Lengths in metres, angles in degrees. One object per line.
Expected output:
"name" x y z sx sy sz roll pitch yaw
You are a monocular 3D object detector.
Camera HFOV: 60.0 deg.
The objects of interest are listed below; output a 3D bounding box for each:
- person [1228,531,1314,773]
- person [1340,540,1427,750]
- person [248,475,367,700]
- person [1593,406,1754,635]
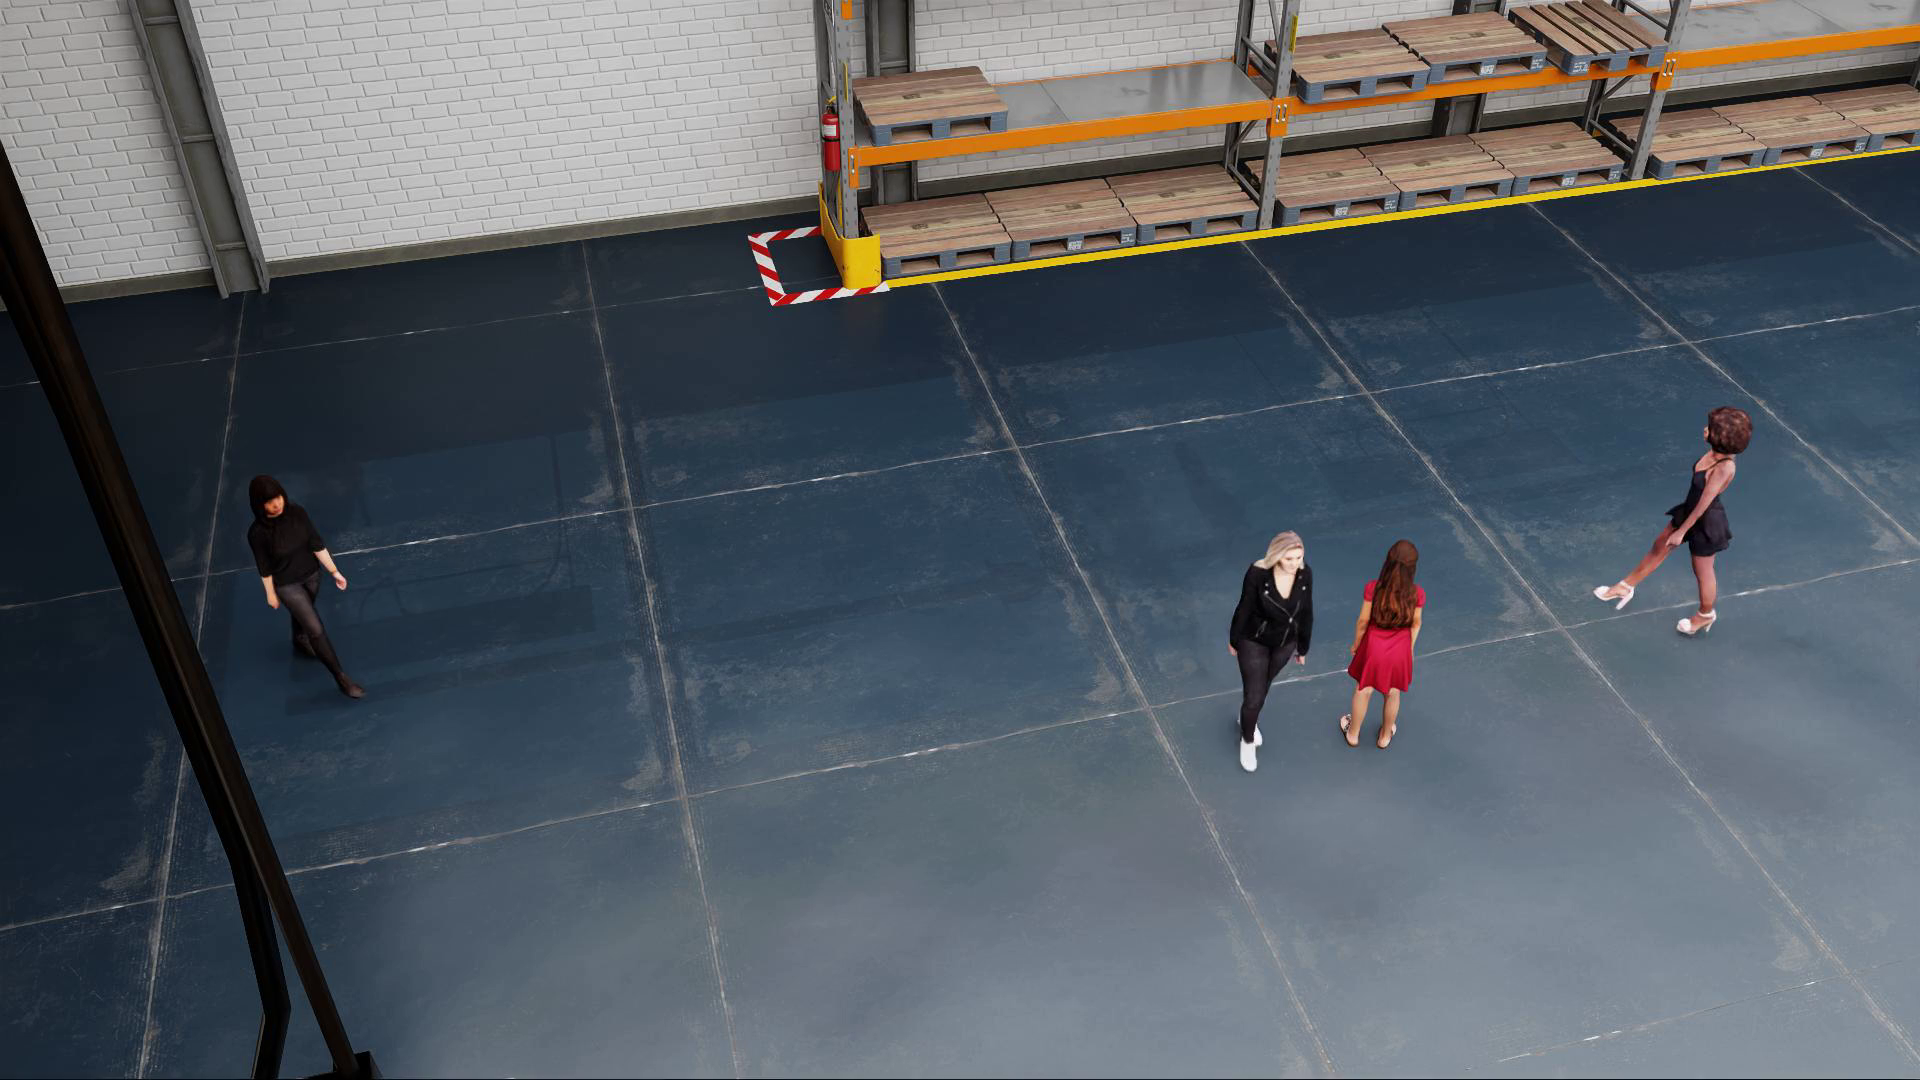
"person" 1.834 0.558 10.074 0.664 1.673 0.712 -7 39 -9
"person" 2.570 0.640 10.068 0.651 1.553 0.714 6 39 8
"person" -4.246 0.223 10.550 1.075 1.603 1.041 22 44 25
"person" 4.895 -0.073 10.798 1.088 1.756 0.901 9 40 11
